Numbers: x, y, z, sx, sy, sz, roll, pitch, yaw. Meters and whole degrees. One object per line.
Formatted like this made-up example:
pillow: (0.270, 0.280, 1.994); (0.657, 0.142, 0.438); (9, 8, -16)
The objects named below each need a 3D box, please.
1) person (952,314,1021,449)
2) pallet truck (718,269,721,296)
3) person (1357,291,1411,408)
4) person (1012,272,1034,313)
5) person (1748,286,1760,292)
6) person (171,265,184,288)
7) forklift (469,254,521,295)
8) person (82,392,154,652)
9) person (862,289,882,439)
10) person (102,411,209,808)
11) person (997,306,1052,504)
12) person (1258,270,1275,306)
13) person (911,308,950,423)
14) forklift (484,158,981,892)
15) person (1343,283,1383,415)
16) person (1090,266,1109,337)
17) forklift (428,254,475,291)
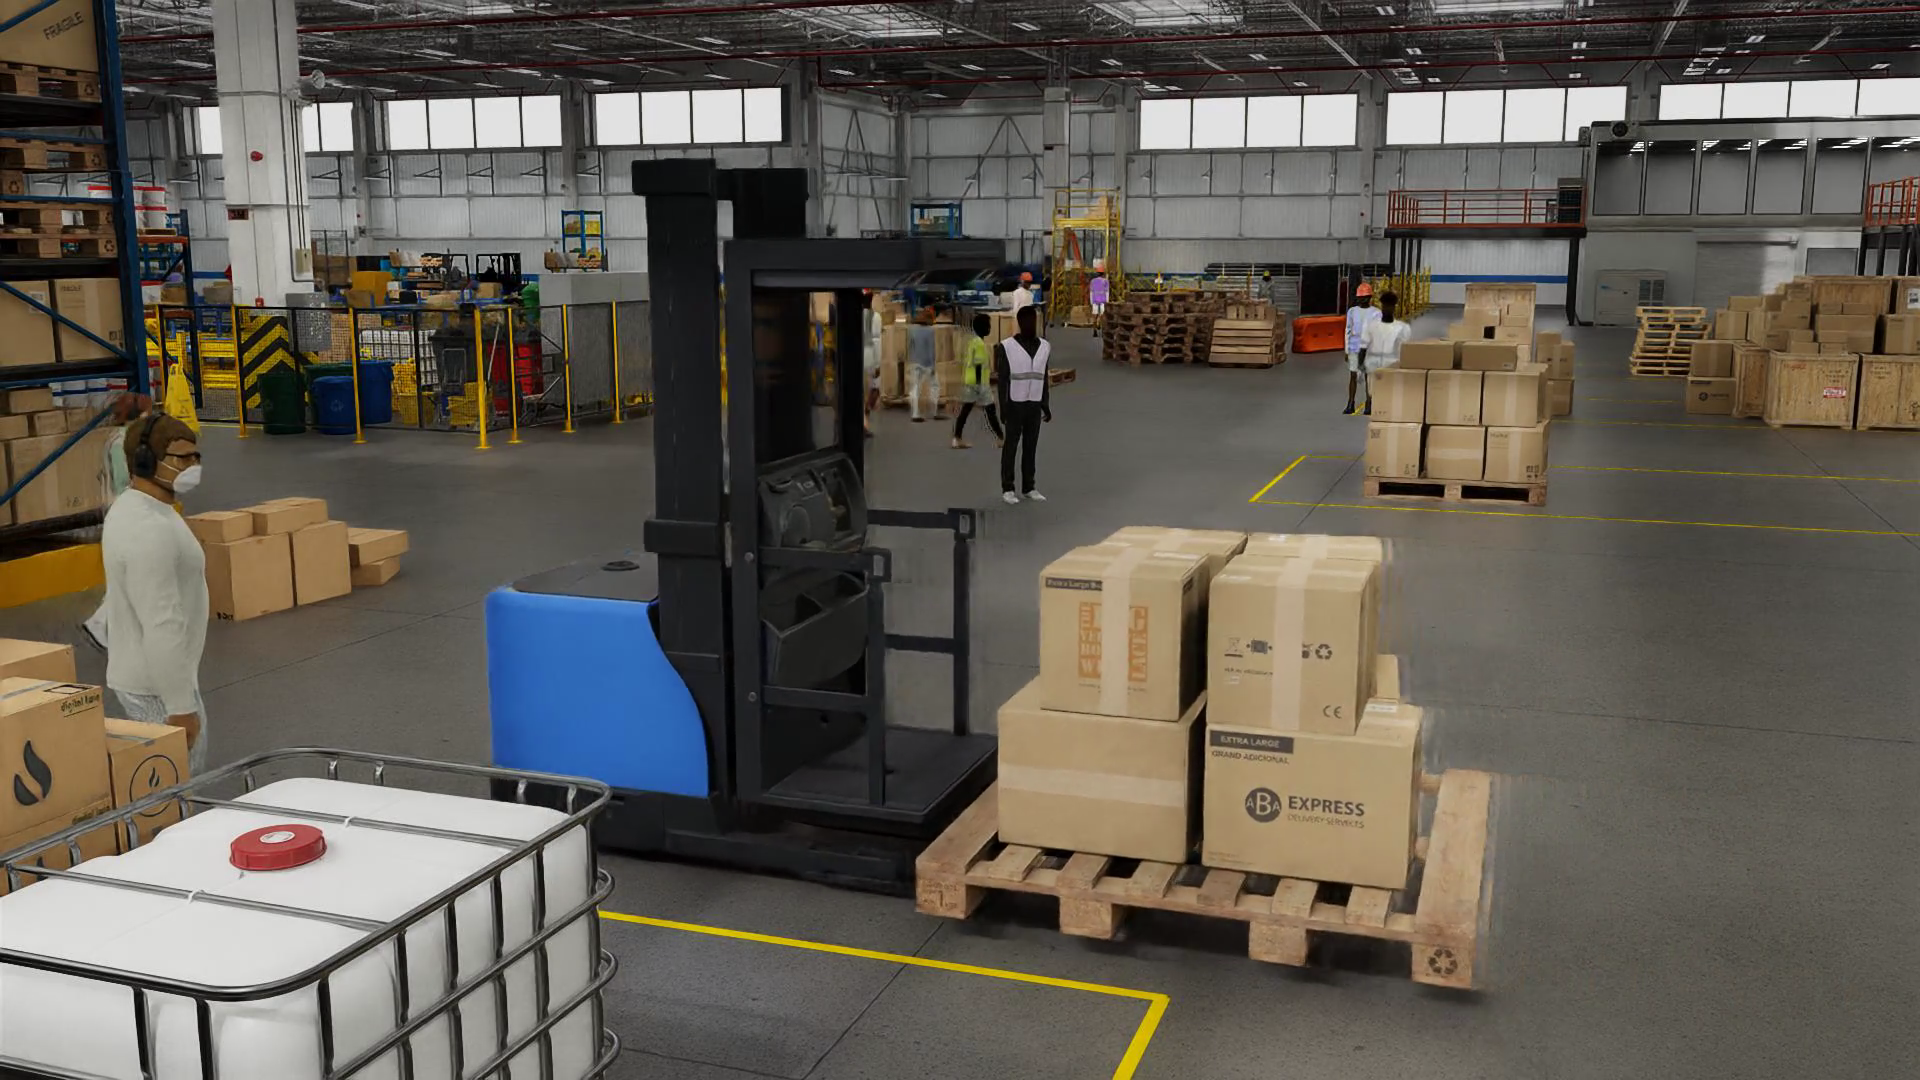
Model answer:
person: (0.298, -1.932, 20.378); (0.861, 1.644, 0.544); (-2, 10, -13)
pallet truck: (-9.165, -9.627, 62.776); (0.823, 1.965, 1.885); (4, 11, 23)
person: (5.323, -2.149, 20.860); (0.614, 1.936, 0.902); (4, 11, 23)
person: (1.237, -4.479, 33.878); (0.620, 1.967, 0.824); (-8, 13, -40)
person: (27.431, -8.513, 57.528); (0.497, 1.625, 0.287); (6, 12, 31)
person: (-26.904, -8.545, 57.142); (0.574, 1.830, 0.660); (5, 11, 28)
forklift: (-17.990, -10.121, 64.684); (1.157, 1.987, 2.680); (3, 11, 17)
person: (-5.050, -0.088, 10.121); (0.439, 1.617, 0.538); (-2, 10, -13)
person: (-1.261, -2.296, 21.414); (0.602, 2.025, 0.470); (4, 11, 22)
person: (-2.762, 0.522, 5.798); (0.376, 1.936, 0.627); (-6, 12, -29)
person: (0.624, -1.324, 16.239); (0.590, 1.919, 0.395); (-6, 12, -31)
person: (9.316, -7.334, 50.583); (0.500, 1.728, 0.398); (3, 11, 19)
person: (-0.427, -2.459, 23.466); (0.695, 1.604, 0.529); (-9, 14, -42)
forklift: (-0.954, -0.153, 6.934); (1.873, 2.768, 1.129); (3, 11, 19)
person: (5.950, -2.817, 24.593); (0.544, 1.939, 0.355); (5, 11, 25)
person: (3.797, -6.468, 45.146); (0.542, 1.939, 0.365); (4, 11, 21)
forklift: (-20.133, -10.254, 65.465); (1.157, 1.987, 2.680); (3, 11, 19)
